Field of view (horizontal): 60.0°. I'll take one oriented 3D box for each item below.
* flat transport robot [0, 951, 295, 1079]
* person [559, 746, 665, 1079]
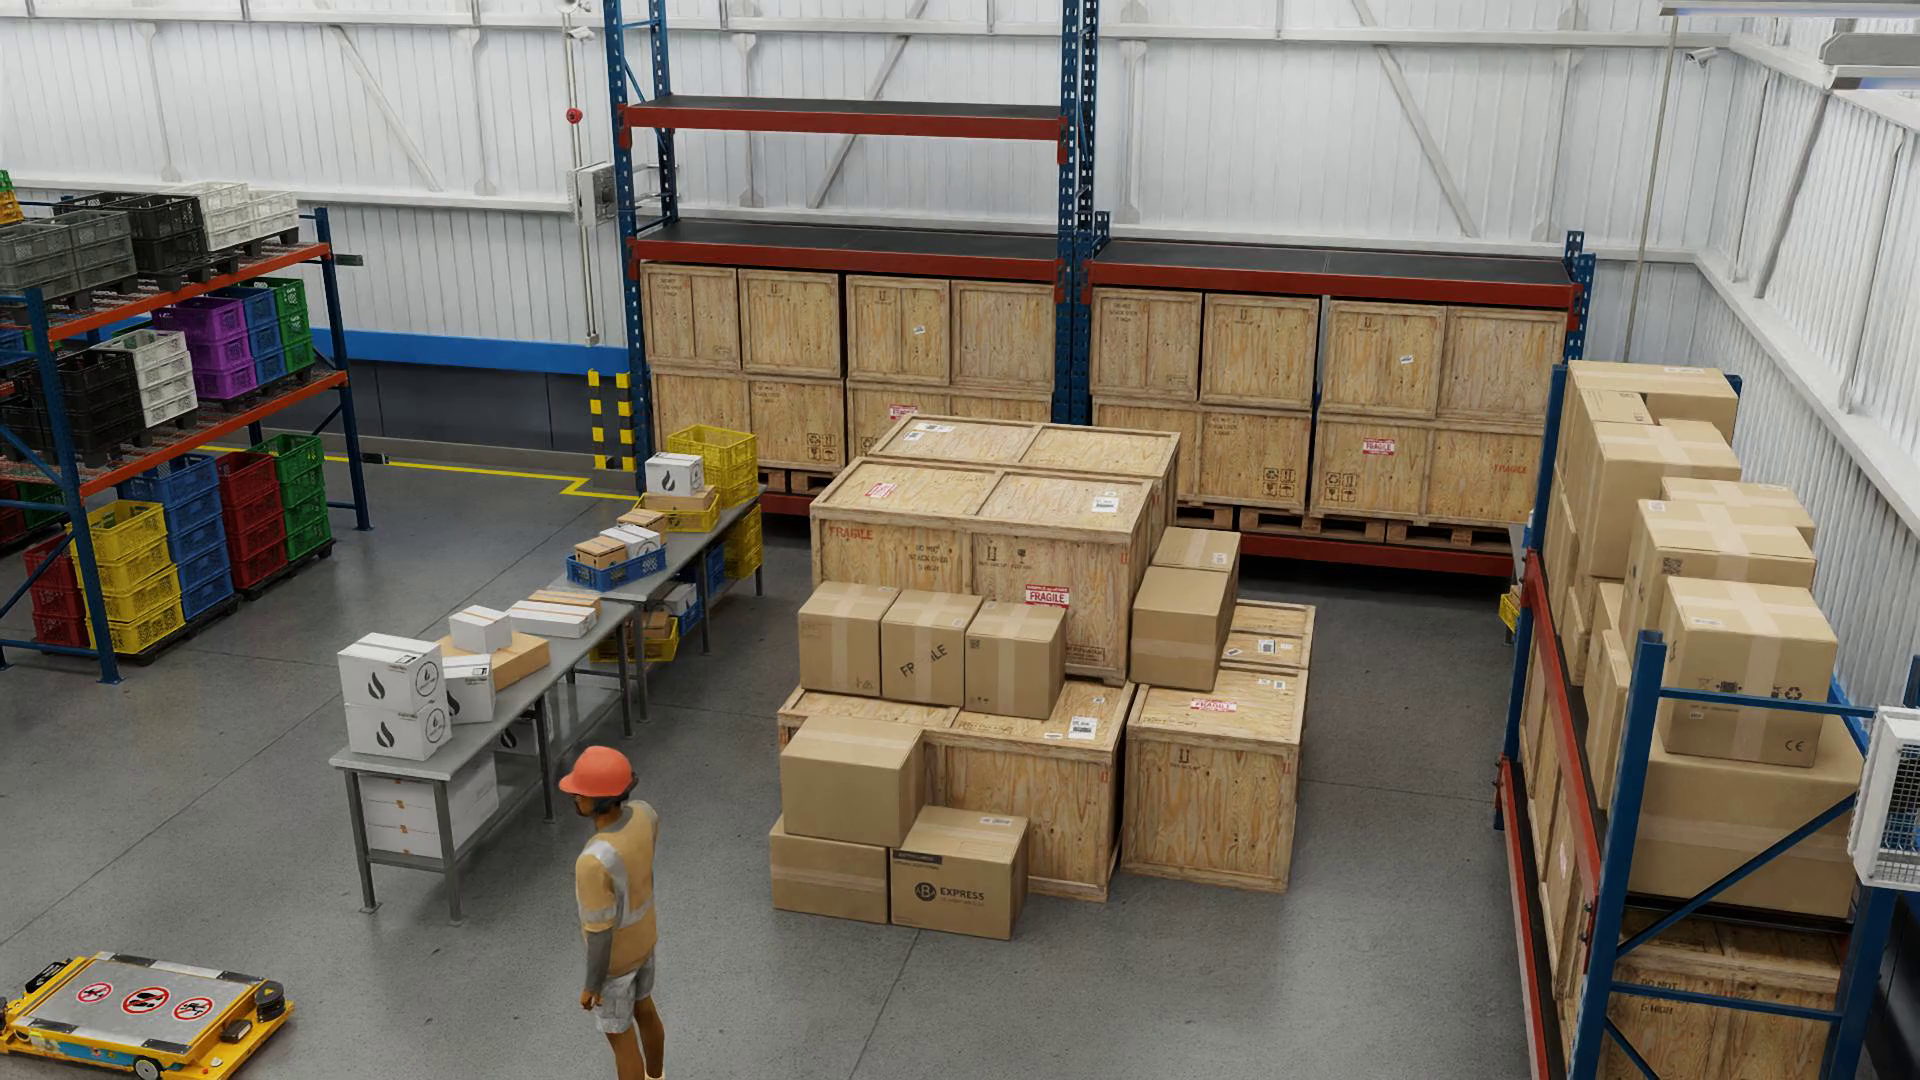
[{"bbox_3d":[-4.270,2.464,8.601,1.431,0.231,0.659,5,22,13],"label":"flat transport robot"},{"bbox_3d":[-1.587,1.867,7.673,0.364,2.048,0.607,5,21,12],"label":"person"}]
